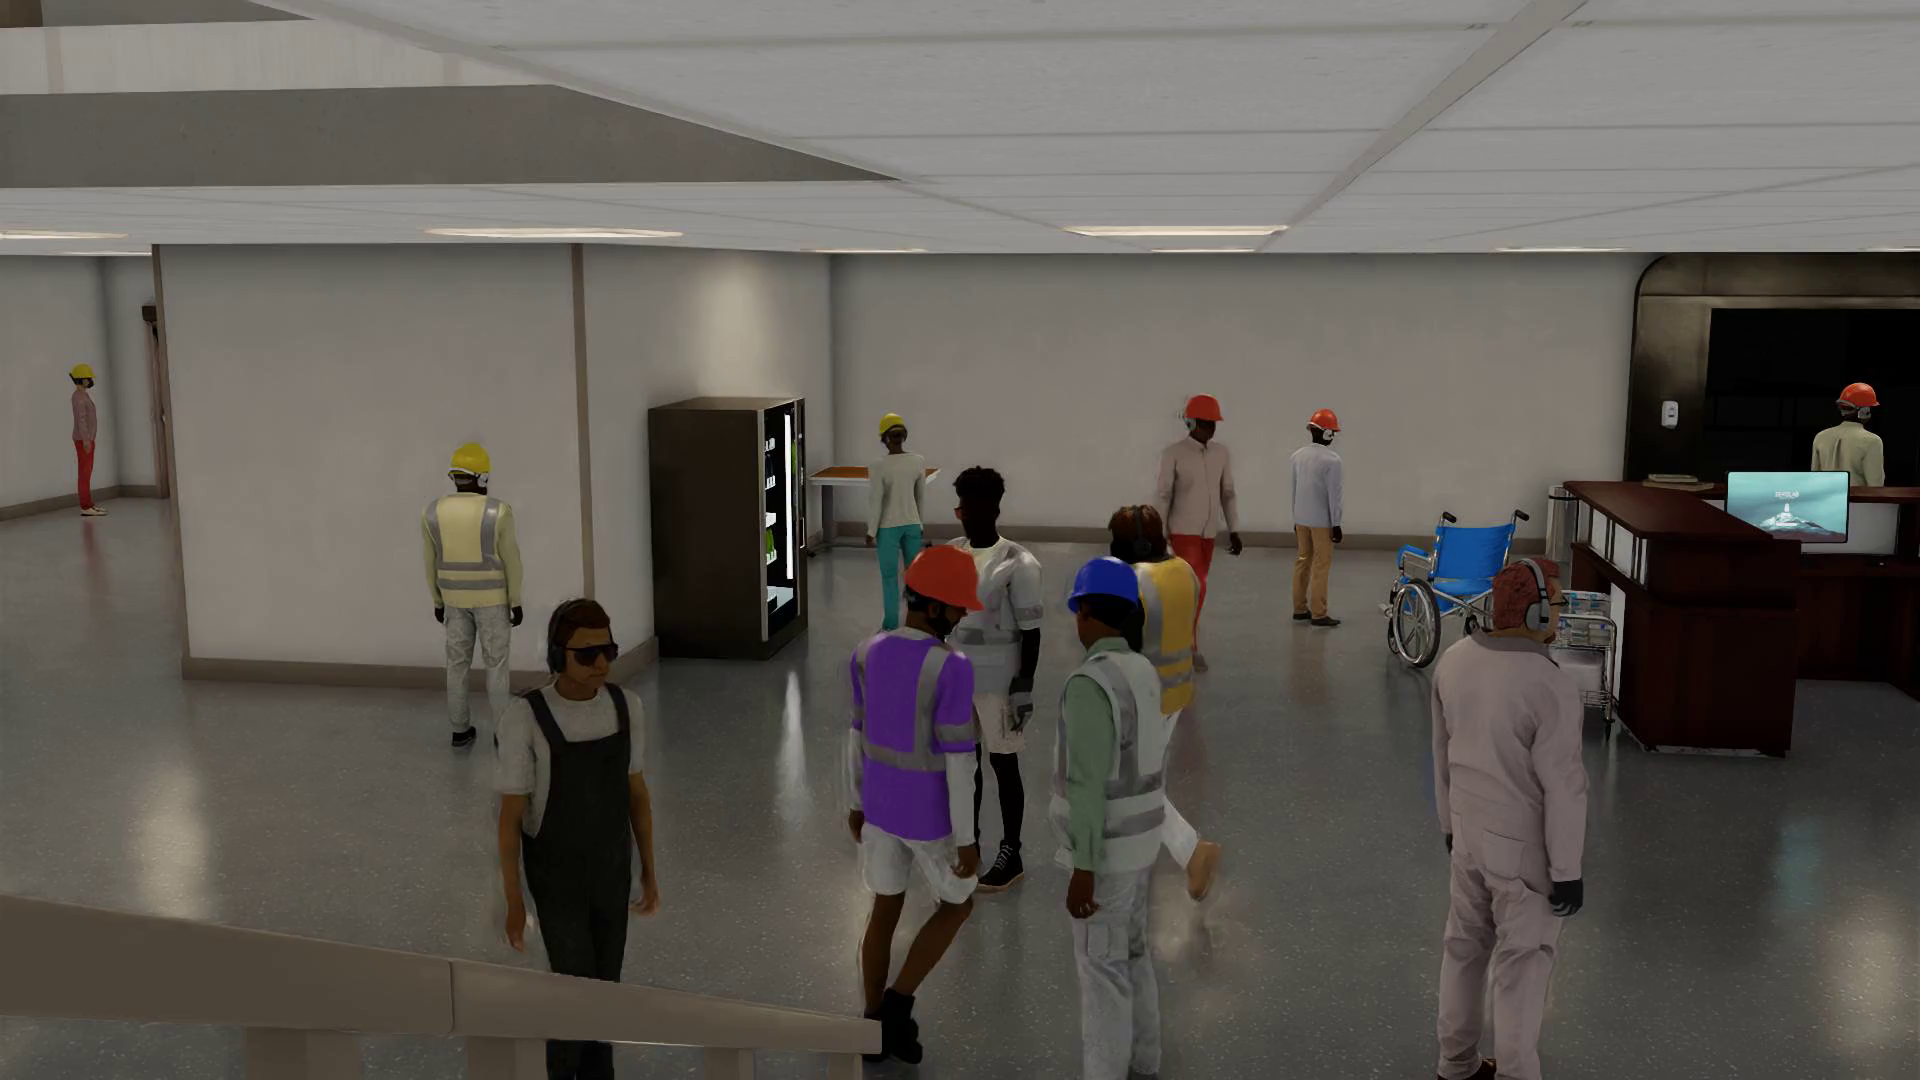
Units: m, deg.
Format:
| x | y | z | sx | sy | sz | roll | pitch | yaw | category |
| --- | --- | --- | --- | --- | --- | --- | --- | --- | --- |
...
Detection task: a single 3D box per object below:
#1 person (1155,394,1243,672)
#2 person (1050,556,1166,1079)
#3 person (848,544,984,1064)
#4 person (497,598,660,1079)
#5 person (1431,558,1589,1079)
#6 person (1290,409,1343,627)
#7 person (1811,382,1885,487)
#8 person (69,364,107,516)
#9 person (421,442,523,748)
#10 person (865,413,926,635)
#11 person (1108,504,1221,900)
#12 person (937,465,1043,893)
| x | y | z | sx | sy | sz | roll | pitch | yaw | category |
| --- | --- | --- | --- | --- | --- | --- | --- | --- | --- |
| 1.735 | -0.055 | 11.875 | 0.617 | 1.969 | 0.679 | -7 | 11 | -36 | person |
| 0.468 | 1.027 | 5.467 | 0.402 | 1.900 | 0.716 | 4 | 10 | 22 | person |
| -0.167 | 0.955 | 5.902 | 0.632 | 1.903 | 0.444 | 8 | 12 | 41 | person |
| -1.179 | 1.088 | 5.255 | 0.400 | 1.835 | 0.537 | 8 | 12 | 41 | person |
| 1.861 | 1.002 | 5.574 | 0.409 | 1.907 | 0.650 | -4 | 10 | -22 | person |
| 2.886 | -0.179 | 13.362 | 0.352 | 1.743 | 0.564 | -5 | 10 | -27 | person |
| 6.810 | -0.208 | 12.762 | 0.378 | 1.996 | 0.610 | -4 | 10 | -22 | person |
| -10.163 | -1.163 | 19.365 | 0.308 | 1.769 | 0.524 | -4 | 10 | -23 | person |
| -2.881 | 0.334 | 9.925 | 0.590 | 1.833 | 0.404 | 1 | 9 | 7 | person |
| -0.498 | -0.096 | 12.810 | 0.524 | 1.759 | 0.328 | -7 | 11 | -35 | person |
| 0.888 | 0.735 | 7.523 | 0.746 | 1.816 | 0.622 | 8 | 12 | 40 | person |
| 0.101 | 0.631 | 7.678 | 0.615 | 1.964 | 0.361 | 9 | 13 | 44 | person |
